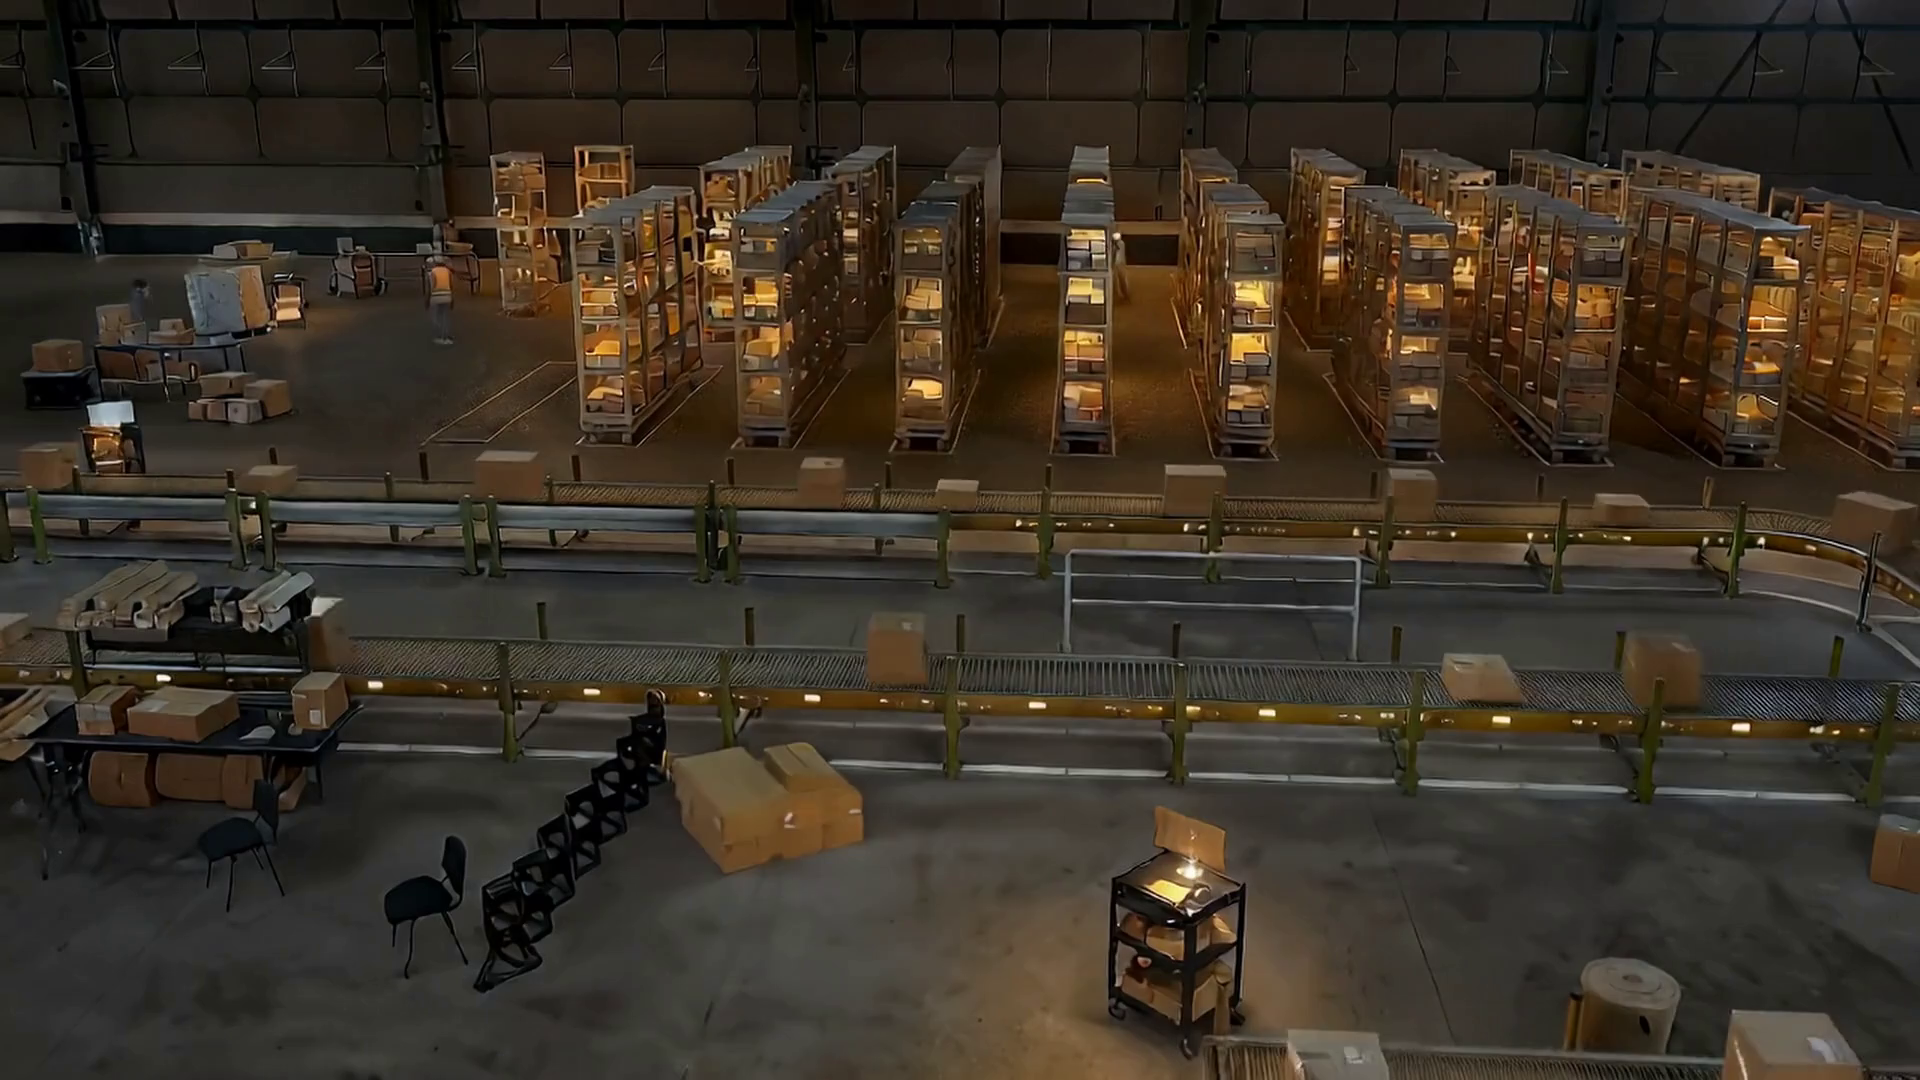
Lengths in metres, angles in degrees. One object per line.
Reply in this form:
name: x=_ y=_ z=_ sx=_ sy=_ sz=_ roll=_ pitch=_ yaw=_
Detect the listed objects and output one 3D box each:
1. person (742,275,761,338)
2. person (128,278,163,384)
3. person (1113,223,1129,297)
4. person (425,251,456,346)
person: x=-4.265 y=-4.853 z=33.978 sx=0.431 sy=1.815 sz=0.604 roll=2 pitch=18 yaw=5
person: x=-15.019 y=-3.818 z=30.448 sx=0.651 sy=1.967 sz=0.620 roll=0 pitch=17 yaw=1
person: x=3.703 y=-6.739 z=40.002 sx=0.825 sy=1.792 sz=0.648 roll=10 pitch=20 yaw=29
person: x=-10.670 y=-4.955 z=34.122 sx=0.656 sy=1.922 sz=0.708 roll=-13 pitch=21 yaw=-35
